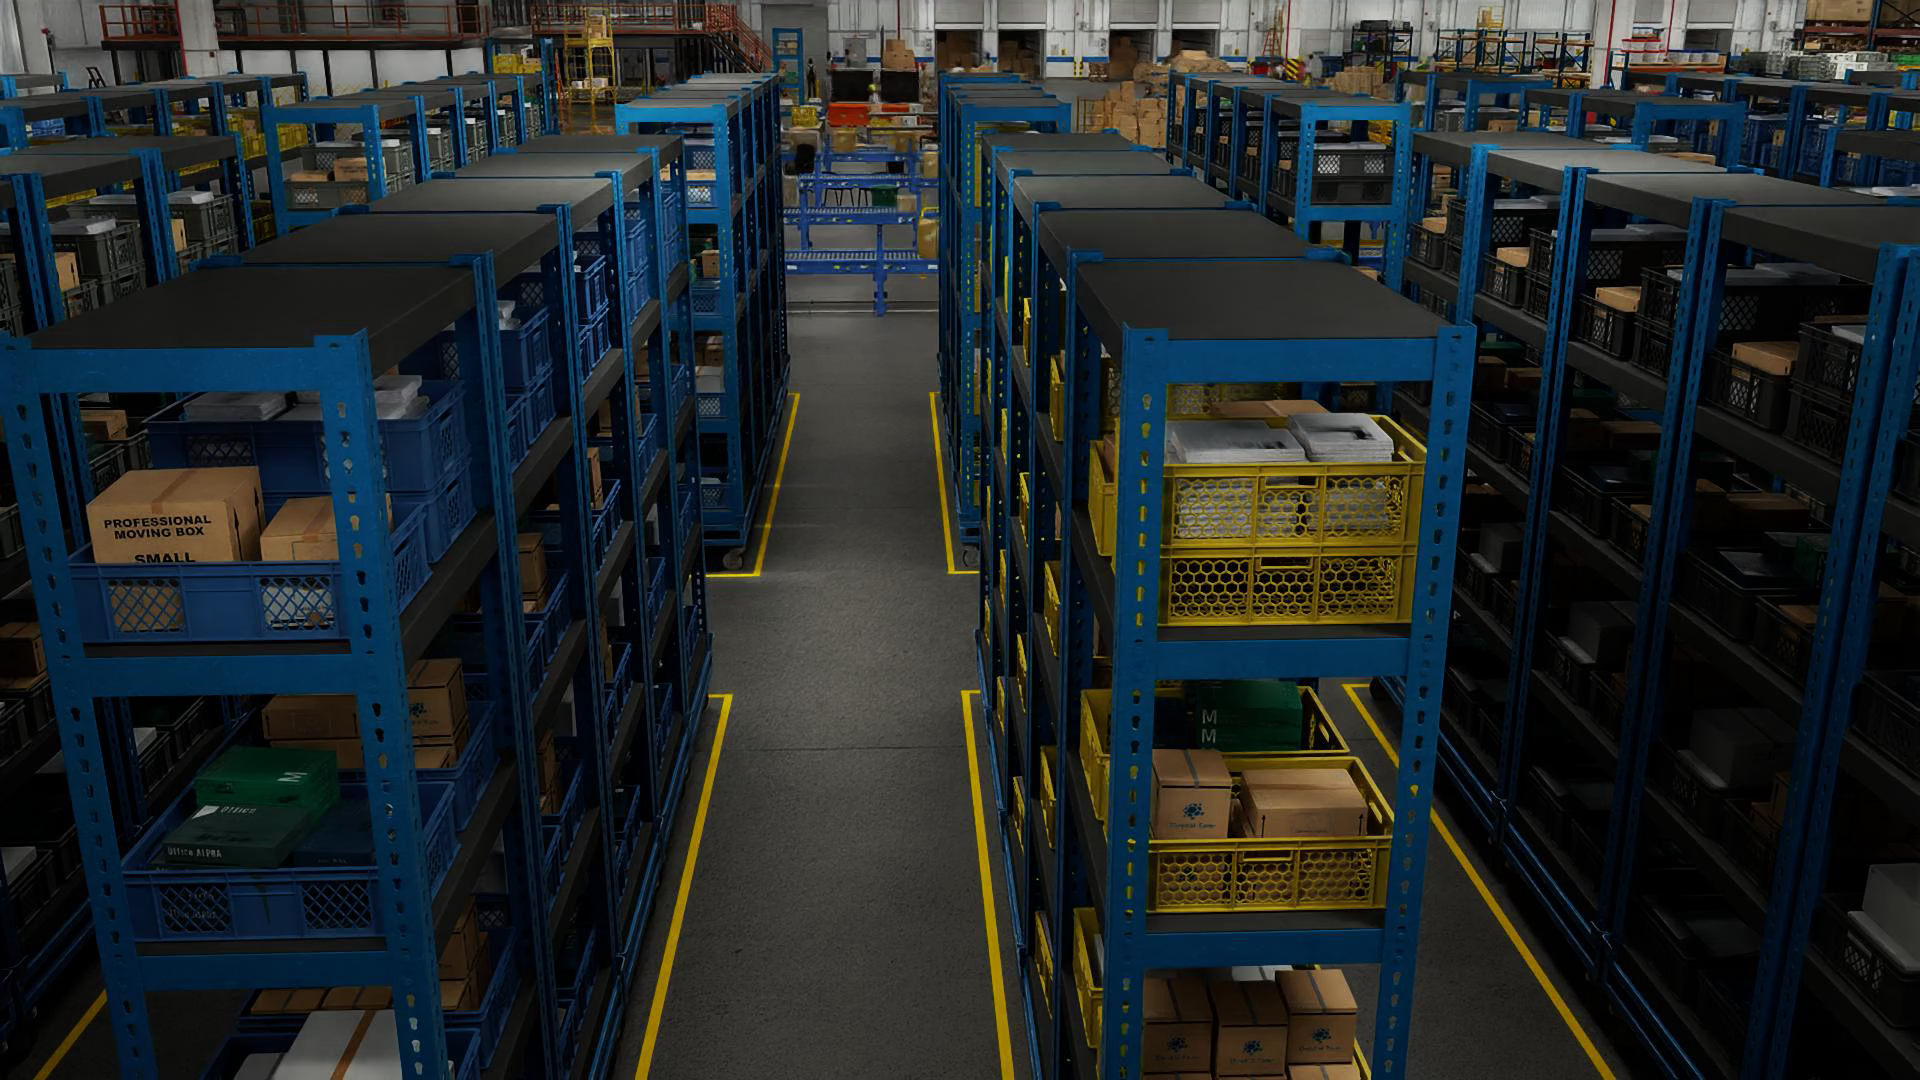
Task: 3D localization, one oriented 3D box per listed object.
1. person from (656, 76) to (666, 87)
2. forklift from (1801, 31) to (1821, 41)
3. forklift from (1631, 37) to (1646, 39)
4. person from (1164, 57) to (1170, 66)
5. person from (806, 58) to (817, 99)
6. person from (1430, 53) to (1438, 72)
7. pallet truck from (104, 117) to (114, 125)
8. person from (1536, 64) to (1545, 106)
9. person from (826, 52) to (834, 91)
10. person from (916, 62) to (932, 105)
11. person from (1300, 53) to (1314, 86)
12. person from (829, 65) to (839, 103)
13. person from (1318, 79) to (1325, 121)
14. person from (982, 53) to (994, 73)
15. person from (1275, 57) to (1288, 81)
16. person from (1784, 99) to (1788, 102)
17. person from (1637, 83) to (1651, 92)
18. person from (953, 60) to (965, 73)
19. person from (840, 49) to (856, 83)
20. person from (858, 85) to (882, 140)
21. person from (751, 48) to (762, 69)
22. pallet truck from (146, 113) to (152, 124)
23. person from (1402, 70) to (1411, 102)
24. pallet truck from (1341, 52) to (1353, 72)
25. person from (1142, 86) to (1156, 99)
[{"bbox_3d":[-9.962,-14.607,55.985,1.053,1.944,0.628,1,18,4],"label":"person"},{"bbox_3d":[45.917,-26.108,90.055,1.129,2.768,1.873,-1,18,-2],"label":"forklift"},{"bbox_3d":[30.644,-21.550,75.951,1.129,2.768,1.873,-4,18,-12],"label":"forklift"},{"bbox_3d":[9.878,-22.089,79.295,0.971,1.846,0.587,-4,18,-11],"label":"person"},{"bbox_3d":[-6.883,-21.342,76.964,0.508,1.847,0.345,-5,18,-14],"label":"person"},{"bbox_3d":[24.687,-24.512,86.823,0.686,1.816,0.651,8,20,24],"label":"person"},{"bbox_3d":[-18.367,-7.885,35.078,1.885,1.965,0.823,1,18,2],"label":"pallet truck"},{"bbox_3d":[24.109,-18.859,69.267,0.527,1.857,0.319,-10,20,-28],"label":"person"},{"bbox_3d":[-6.603,-23.847,84.602,0.373,1.914,0.596,-12,22,-33],"label":"person"},{"bbox_3d":[-1.574,-19.458,71.084,1.012,1.883,0.563,-10,20,-27],"label":"person"},{"bbox_3d":[17.841,-24.058,85.358,0.960,1.863,0.649,-3,18,-10],"label":"person"},{"bbox_3d":[-5.016,-18.030,66.581,0.423,1.927,0.563,6,19,19],"label":"person"},{"bbox_3d":[12.143,-14.598,56.084,0.661,1.851,1.048,2,18,5],"label":"person"},{"bbox_3d":[1.427,-23.556,83.737,0.636,1.892,0.986,-8,20,-24],"label":"person"},{"bbox_3d":[14.179,-20.282,73.371,0.546,2.000,0.695,8,19,23],"label":"person"},{"bbox_3d":[23.954,-12.117,48.690,0.556,1.658,0.808,-10,21,-29],"label":"person"},{"bbox_3d":[24.950,-16.015,60.828,0.508,1.629,0.315,1,18,4],"label":"person"},{"bbox_3d":[0.006,-20.255,73.578,0.584,1.858,0.731,10,20,28],"label":"person"},{"bbox_3d":[-6.221,-26.433,92.764,0.953,1.832,0.516,-11,21,-31],"label":"person"},{"bbox_3d":[-2.893,-13.643,53.217,0.881,1.790,0.628,-4,18,-13],"label":"person"},{"bbox_3d":[-11.206,-26.148,91.742,0.584,1.911,0.392,-7,19,-21],"label":"person"},{"bbox_3d":[-18.087,-8.309,36.390,1.885,1.965,0.823,-1,18,-4],"label":"pallet truck"},{"bbox_3d":[16.340,-16.215,60.924,0.635,1.953,0.623,11,21,31],"label":"person"},{"bbox_3d":[18.794,-23.123,82.231,0.823,1.965,1.885,-13,22,-35],"label":"pallet truck"},{"bbox_3d":[6.286,-14.397,55.847,0.523,1.610,0.645,13,22,35],"label":"person"}]
